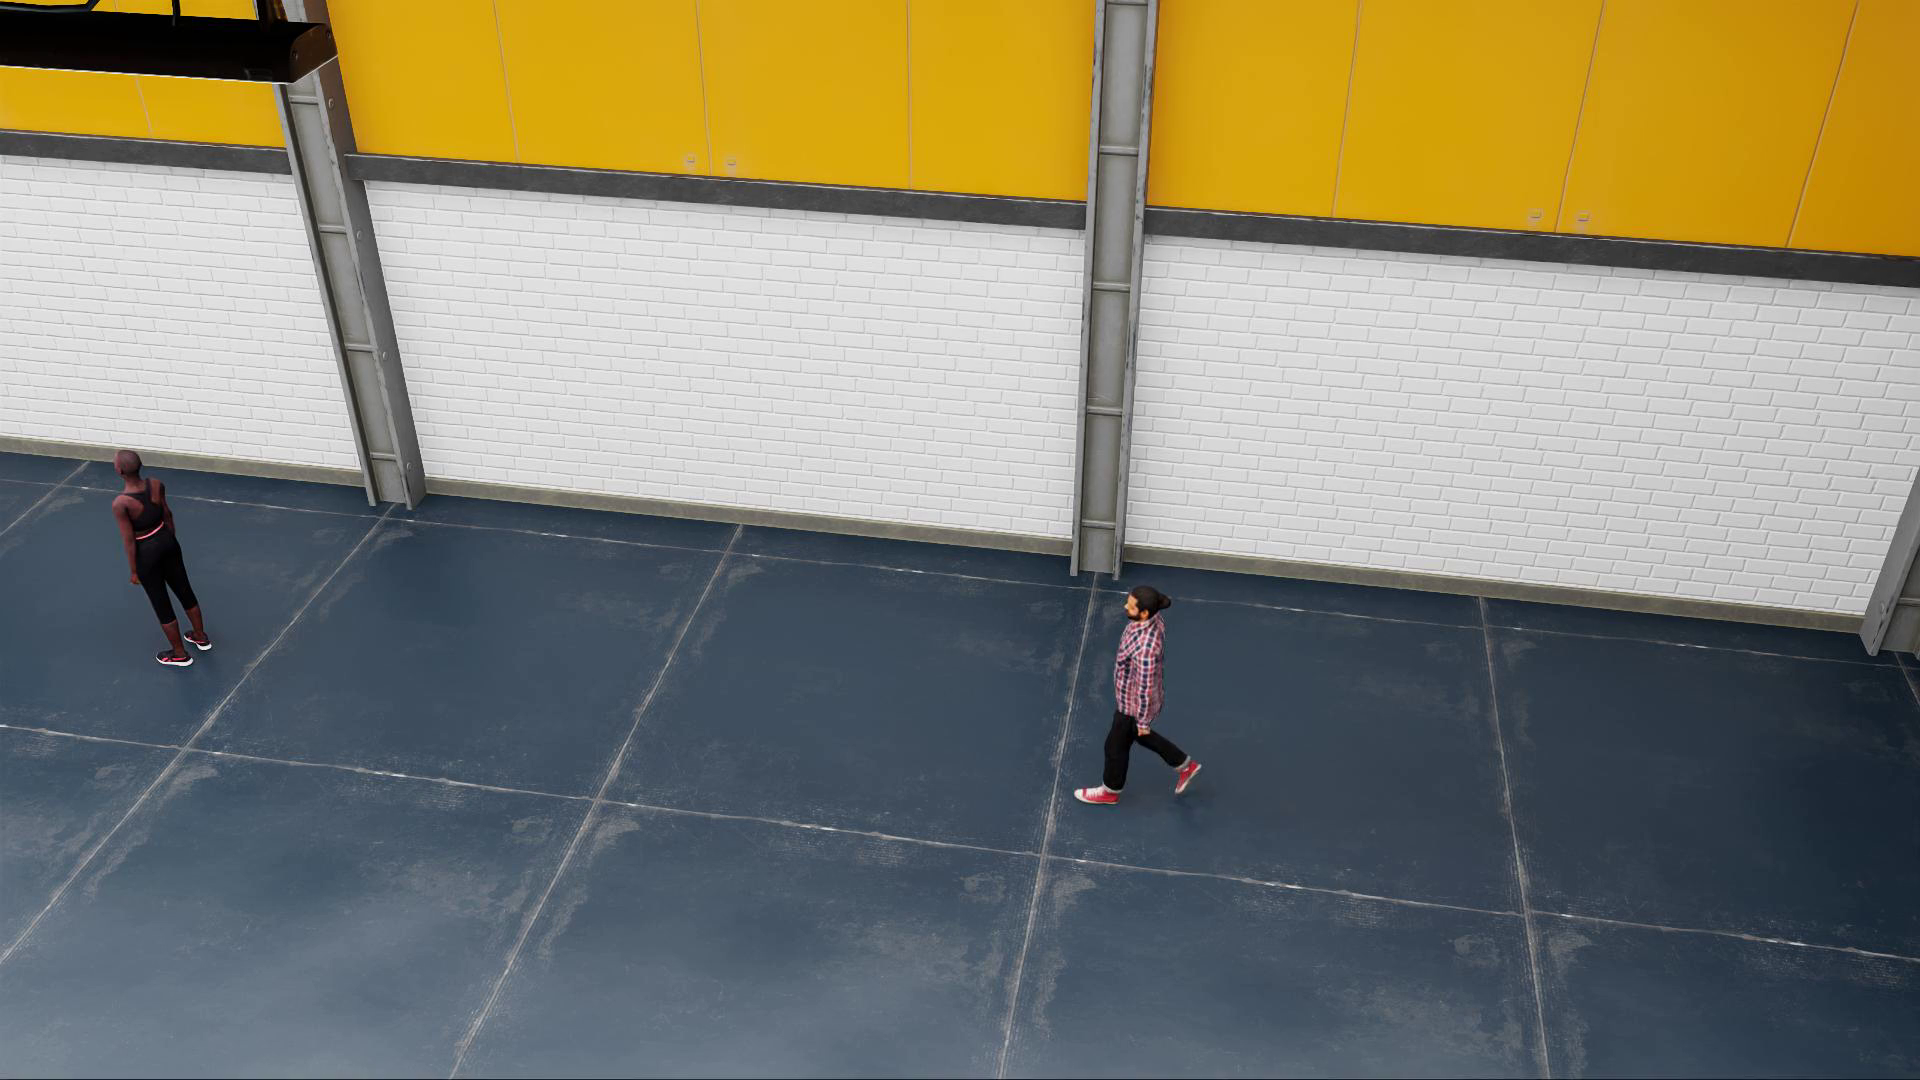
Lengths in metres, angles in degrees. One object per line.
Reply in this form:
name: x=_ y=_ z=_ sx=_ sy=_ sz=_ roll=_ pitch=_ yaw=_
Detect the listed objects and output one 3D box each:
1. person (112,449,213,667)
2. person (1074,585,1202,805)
person: x=-5.762 y=0.114 z=11.941 sx=0.609 sy=1.758 sz=0.638 roll=14 pitch=36 yaw=20
person: x=1.201 y=1.005 z=10.617 sx=1.018 sy=1.740 sz=0.675 roll=5 pitch=34 yaw=7
